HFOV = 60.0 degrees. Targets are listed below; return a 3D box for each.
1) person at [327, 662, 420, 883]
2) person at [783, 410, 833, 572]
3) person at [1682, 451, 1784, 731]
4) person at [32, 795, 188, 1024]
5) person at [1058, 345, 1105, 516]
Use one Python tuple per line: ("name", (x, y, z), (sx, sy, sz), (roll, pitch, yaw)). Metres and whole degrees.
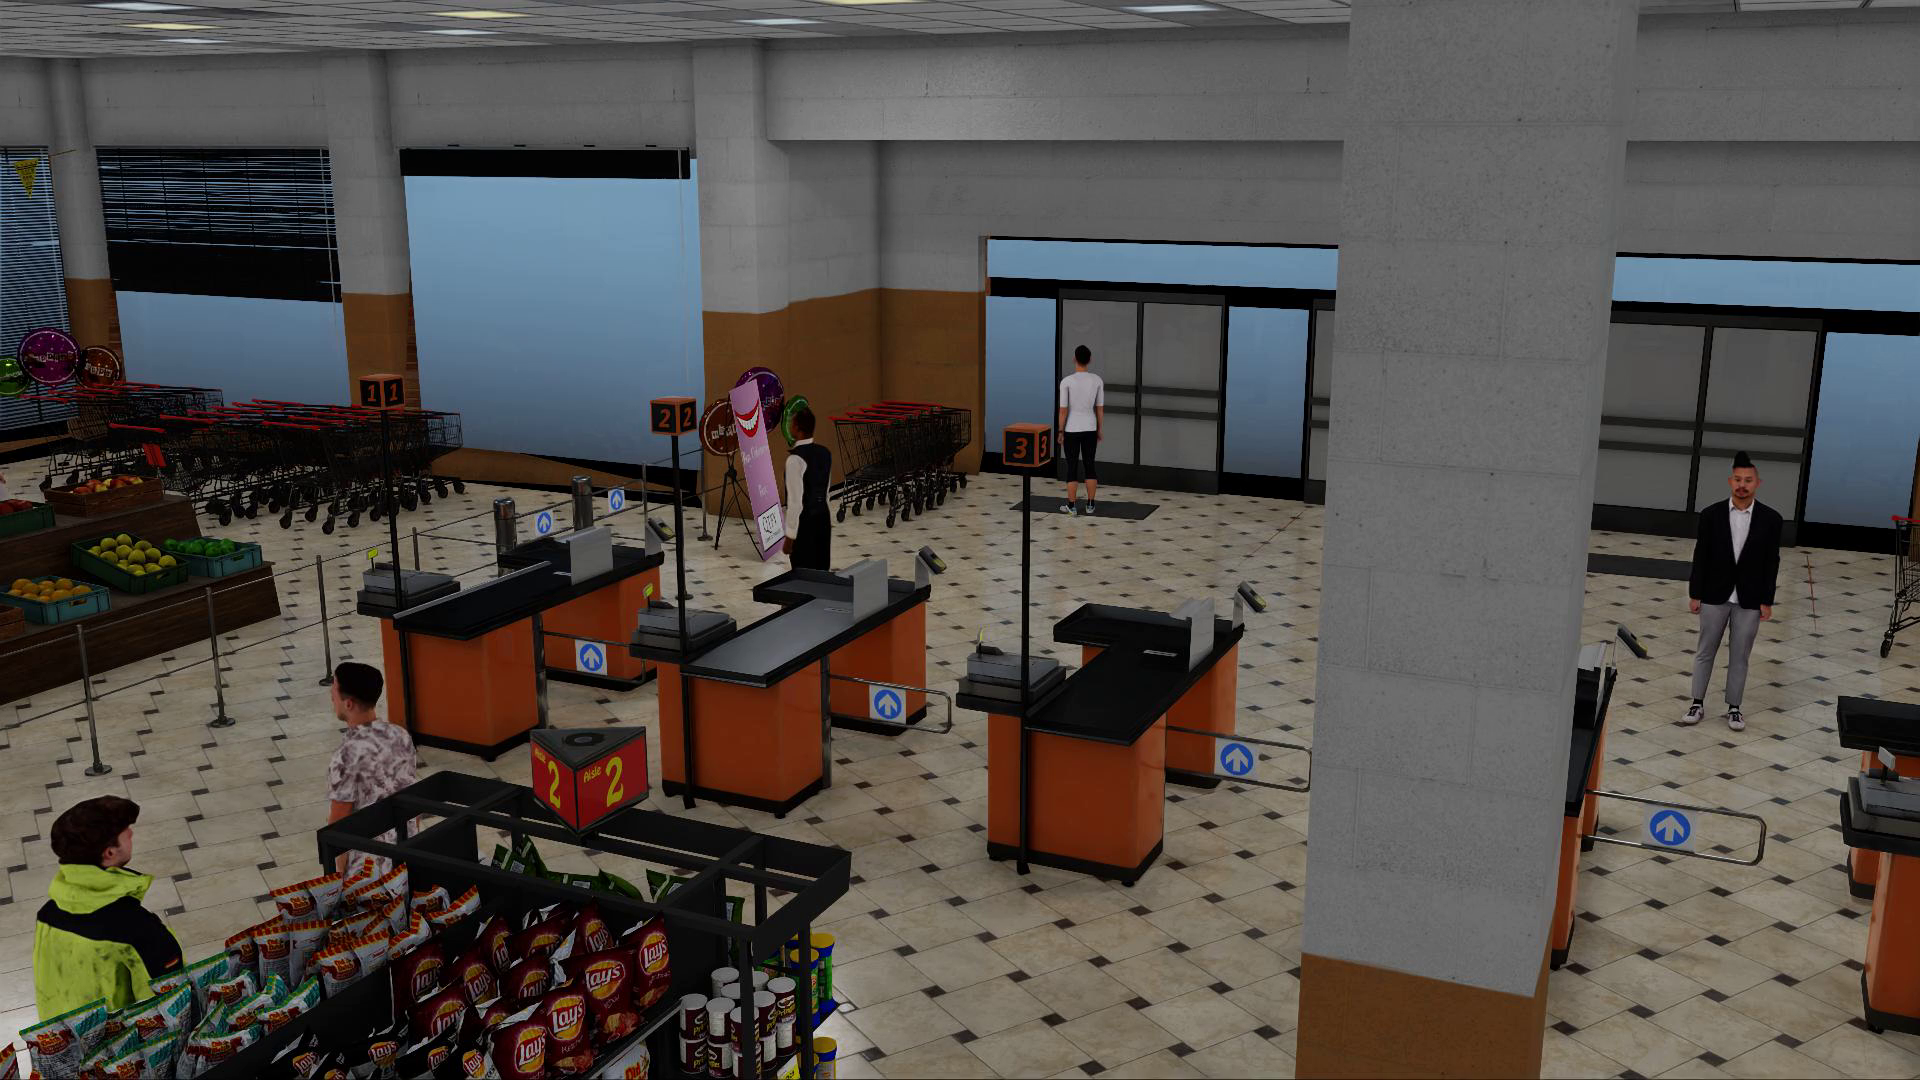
("person", (-2.515, 1.431, 7.379), (0.811, 1.801, 0.729), (3, 14, 13))
("person", (-1.226, -0.103, 13.454), (0.760, 1.919, 0.541), (8, 16, 30))
("person", (5.362, 0.346, 11.541), (0.697, 1.949, 0.571), (6, 15, 25))
("person", (-2.779, 1.787, 5.528), (0.751, 1.983, 0.605), (6, 15, 24))
("person", (1.318, -1.199, 18.114), (0.748, 1.852, 0.787), (-4, 14, -15))
